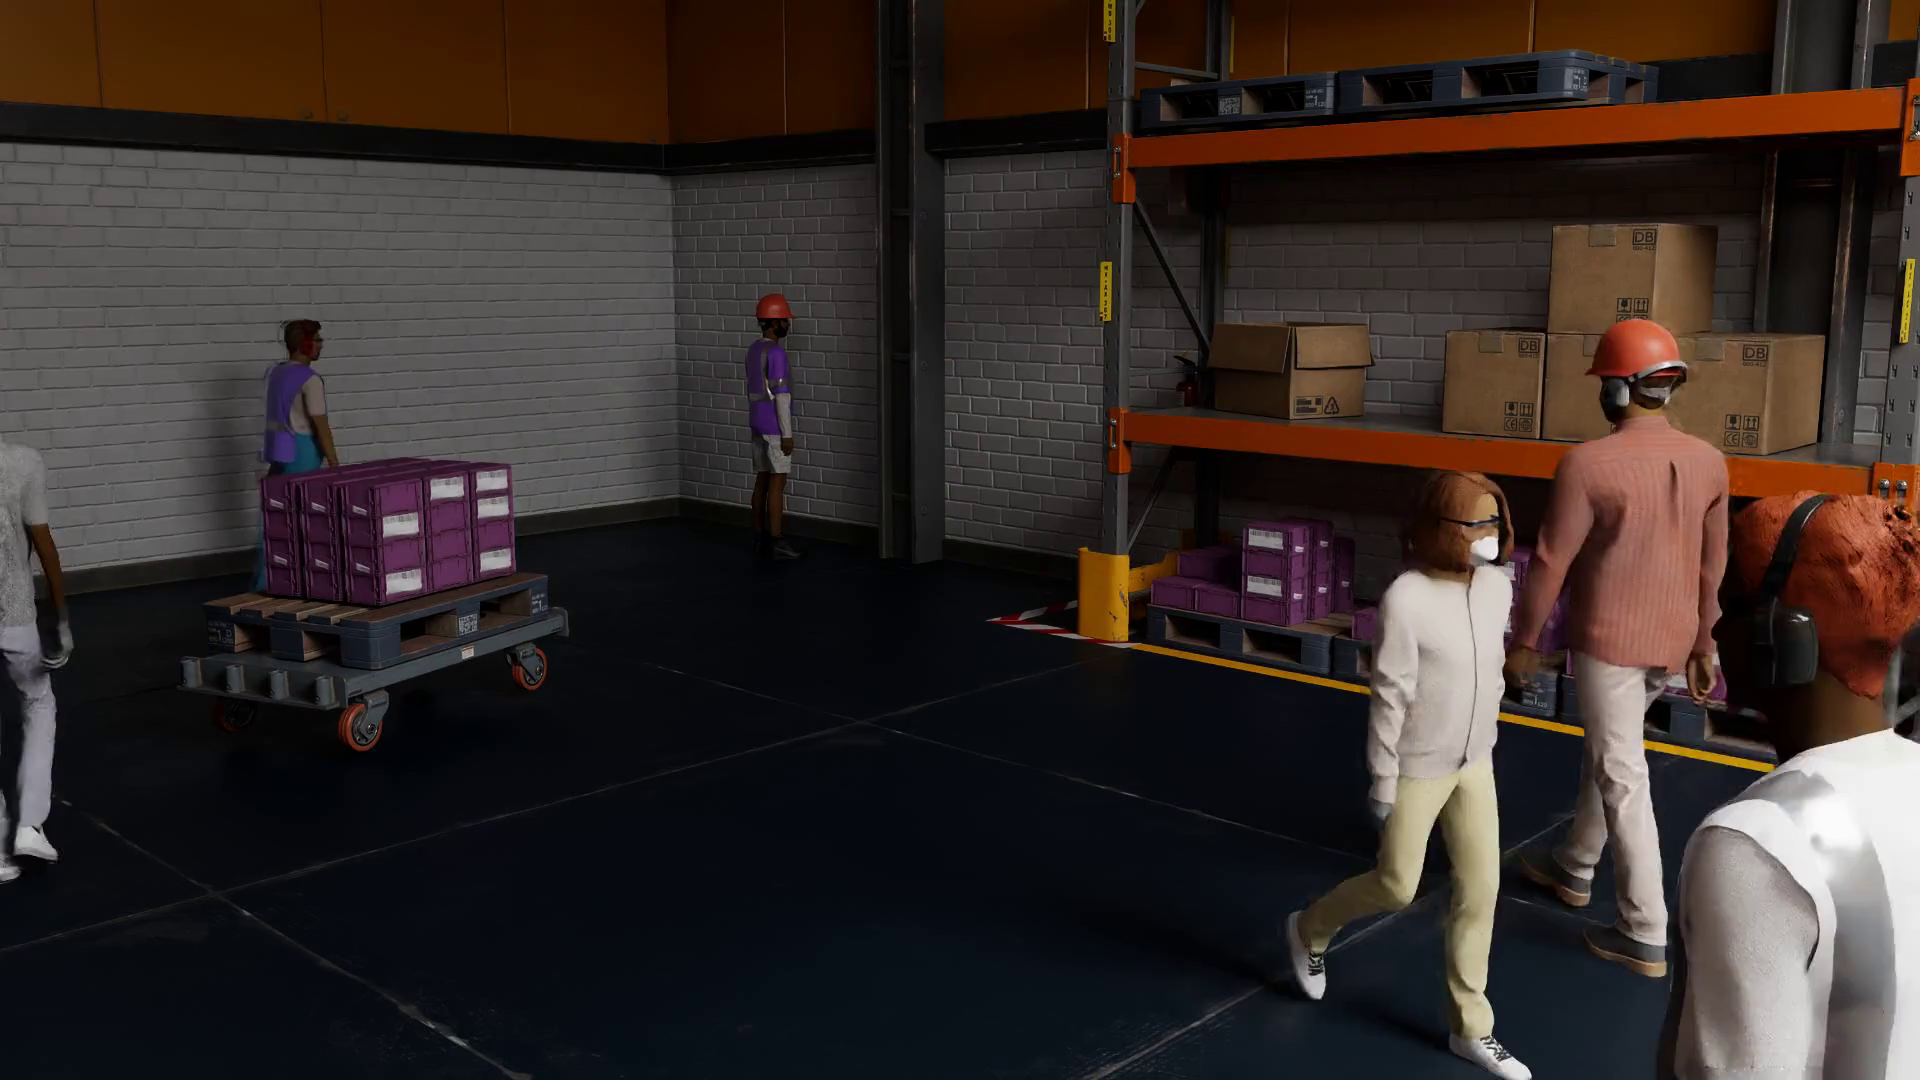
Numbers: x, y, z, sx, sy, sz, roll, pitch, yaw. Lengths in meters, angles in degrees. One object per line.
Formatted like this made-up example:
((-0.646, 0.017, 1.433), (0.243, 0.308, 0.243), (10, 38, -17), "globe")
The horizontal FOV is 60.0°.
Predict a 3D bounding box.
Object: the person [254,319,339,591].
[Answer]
((-4.121, -0.504, 10.632), (0.983, 1.793, 0.591), (-8, 12, -41), "person")

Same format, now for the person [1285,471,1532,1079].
((1.223, 0.596, 4.494), (0.509, 1.611, 0.703), (-6, 11, -33), "person")

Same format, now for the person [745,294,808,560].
((-1.359, -0.824, 12.182), (0.357, 1.938, 0.542), (-6, 11, -31), "person")

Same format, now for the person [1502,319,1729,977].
((1.976, 0.298, 5.235), (0.618, 1.959, 0.928), (-4, 10, -25), "person")

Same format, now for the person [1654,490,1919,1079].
((0.967, 0.860, 2.081), (0.600, 1.859, 0.580), (-7, 11, -35), "person")

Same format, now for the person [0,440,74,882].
((-3.345, 0.276, 5.720), (0.541, 1.845, 0.388), (-3, 10, -17), "person")
